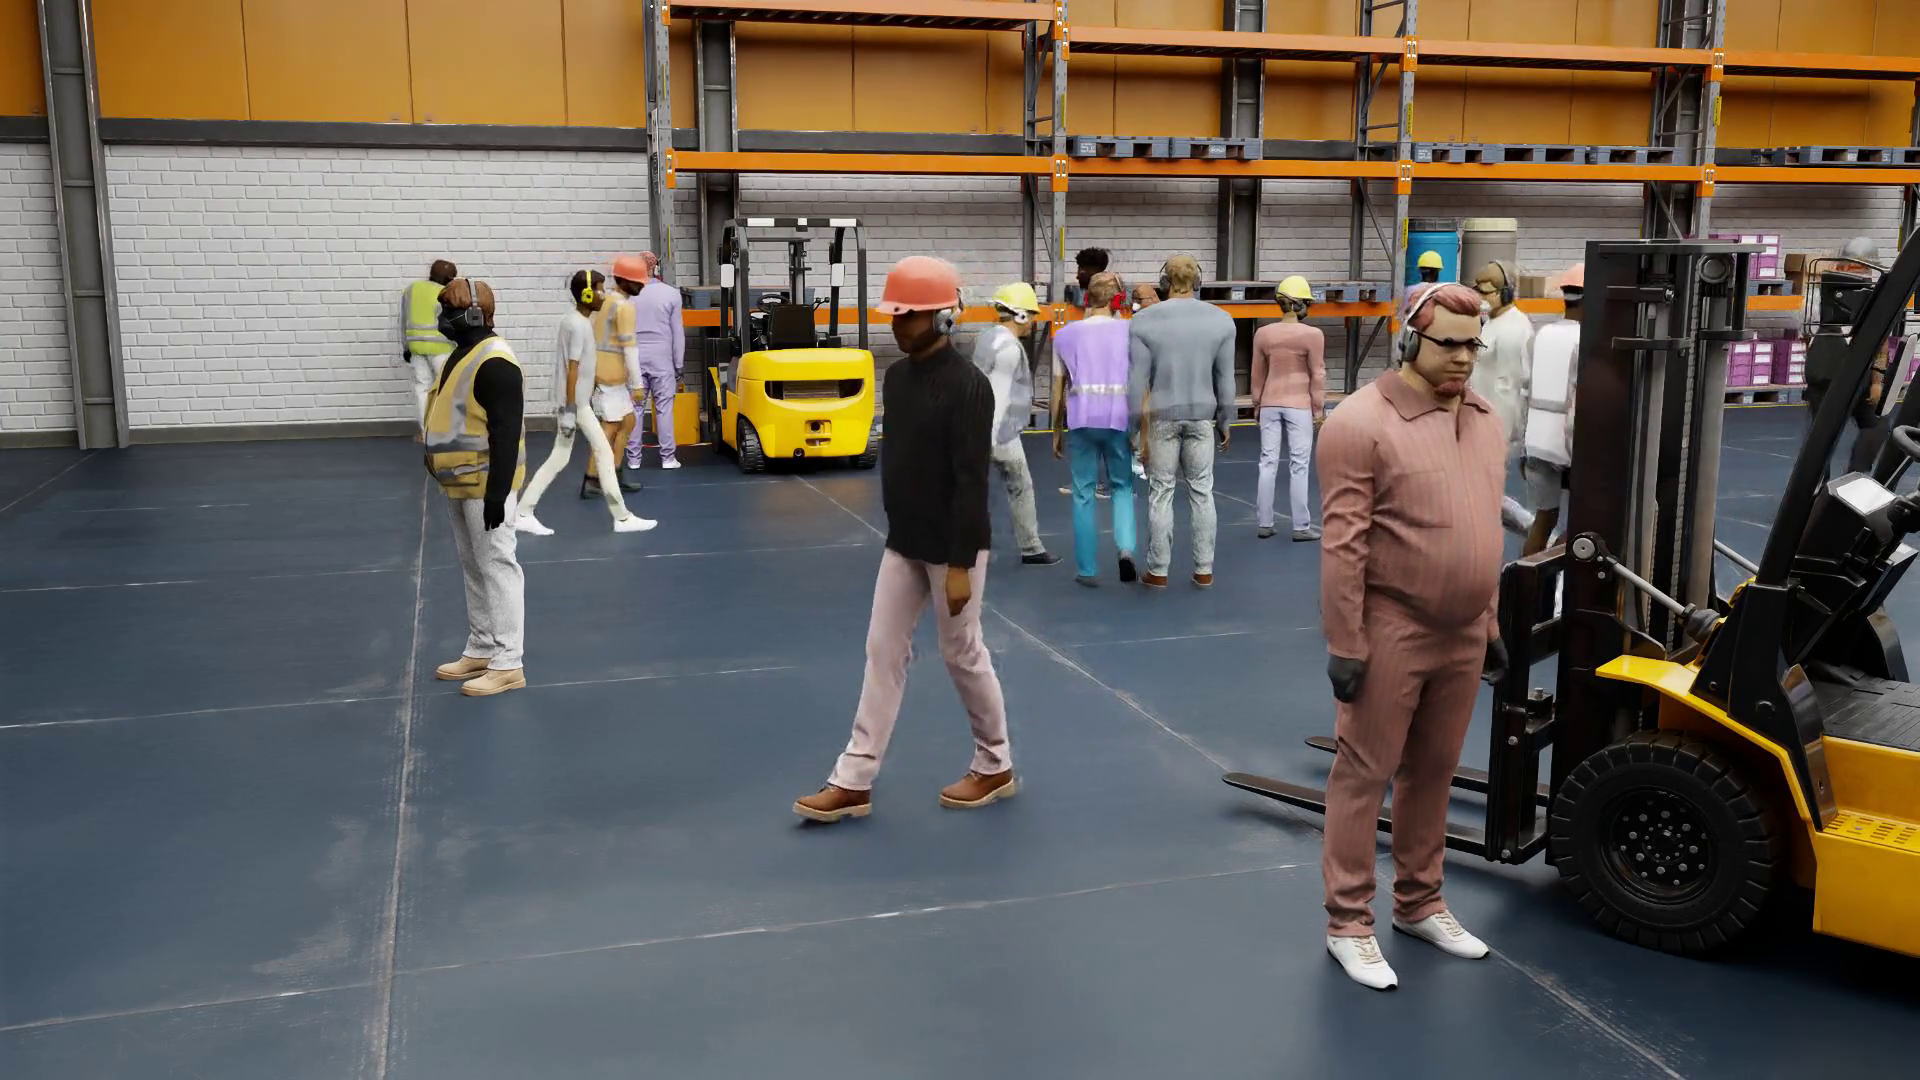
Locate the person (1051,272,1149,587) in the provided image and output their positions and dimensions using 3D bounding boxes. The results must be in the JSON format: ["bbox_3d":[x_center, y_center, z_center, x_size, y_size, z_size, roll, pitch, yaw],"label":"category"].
[{"bbox_3d":[0.804,-0.621,9.575,0.552,1.826,0.474,1,10,5],"label":"person"}]

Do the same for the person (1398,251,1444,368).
[{"bbox_3d":[4.605,-1.943,16.656,0.939,1.891,0.596,-5,11,-25],"label":"person"}]

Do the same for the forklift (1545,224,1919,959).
[{"bbox_3d":[2.909,0.117,4.508,2.313,2.155,1.214,9,14,40],"label":"forklift"}]

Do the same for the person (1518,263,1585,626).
[{"bbox_3d":[3.116,-0.467,8.545,0.469,1.891,0.592,-5,12,-27],"label":"person"}]

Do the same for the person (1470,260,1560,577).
[{"bbox_3d":[3.018,-0.579,9.145,0.686,1.908,0.637,1,10,8],"label":"person"}]

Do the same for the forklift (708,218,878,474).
[{"bbox_3d":[-1.522,-1.778,14.899,1.214,2.155,2.313,-3,11,-17],"label":"forklift"}]

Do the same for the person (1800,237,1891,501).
[{"bbox_3d":[6.538,-1.212,12.216,0.579,2.000,0.712,-5,11,-24],"label":"person"}]

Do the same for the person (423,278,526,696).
[{"bbox_3d":[-2.157,-0.237,7.418,0.429,1.844,0.622,-7,12,-33],"label":"person"}]

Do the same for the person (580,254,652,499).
[{"bbox_3d":[-2.674,-1.252,12.833,0.651,1.887,0.558,-5,11,-24],"label":"person"}]

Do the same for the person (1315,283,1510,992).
[{"bbox_3d":[1.265,0.257,4.553,0.637,1.902,0.406,-6,12,-31],"label":"person"}]

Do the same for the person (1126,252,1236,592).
[{"bbox_3d":[1.253,-0.666,9.507,0.635,1.936,0.354,-1,10,-6],"label":"person"}]

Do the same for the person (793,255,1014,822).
[{"bbox_3d":[-0.143,0.014,5.728,0.846,1.956,0.643,-8,13,-36],"label":"person"}]

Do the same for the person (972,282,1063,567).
[{"bbox_3d":[0.131,-0.675,10.079,0.962,1.765,0.595,-3,11,-18],"label":"person"}]

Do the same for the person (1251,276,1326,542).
[{"bbox_3d":[2.194,-0.870,11.107,0.525,1.765,0.329,8,13,38],"label":"person"}]

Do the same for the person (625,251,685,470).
[{"bbox_3d":[-2.705,-1.551,14.476,0.644,1.900,0.399,0,10,3],"label":"person"}]

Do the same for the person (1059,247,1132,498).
[{"bbox_3d":[1.019,-1.278,12.851,0.726,1.939,0.622,0,10,0],"label":"person"}]

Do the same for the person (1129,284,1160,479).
[{"bbox_3d":[1.546,-1.330,13.980,0.268,1.631,0.509,-7,12,-32],"label":"person"}]

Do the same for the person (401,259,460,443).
[{"bbox_3d":[-5.119,-1.820,16.219,0.693,1.806,0.432,3,11,15],"label":"person"}]

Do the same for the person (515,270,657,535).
[{"bbox_3d":[-2.630,-0.925,11.312,0.956,1.812,0.539,-5,11,-24],"label":"person"}]

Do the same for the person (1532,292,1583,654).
[{"bbox_3d":[3.087,-0.346,8.143,0.747,1.800,0.681,2,11,11],"label":"person"}]
